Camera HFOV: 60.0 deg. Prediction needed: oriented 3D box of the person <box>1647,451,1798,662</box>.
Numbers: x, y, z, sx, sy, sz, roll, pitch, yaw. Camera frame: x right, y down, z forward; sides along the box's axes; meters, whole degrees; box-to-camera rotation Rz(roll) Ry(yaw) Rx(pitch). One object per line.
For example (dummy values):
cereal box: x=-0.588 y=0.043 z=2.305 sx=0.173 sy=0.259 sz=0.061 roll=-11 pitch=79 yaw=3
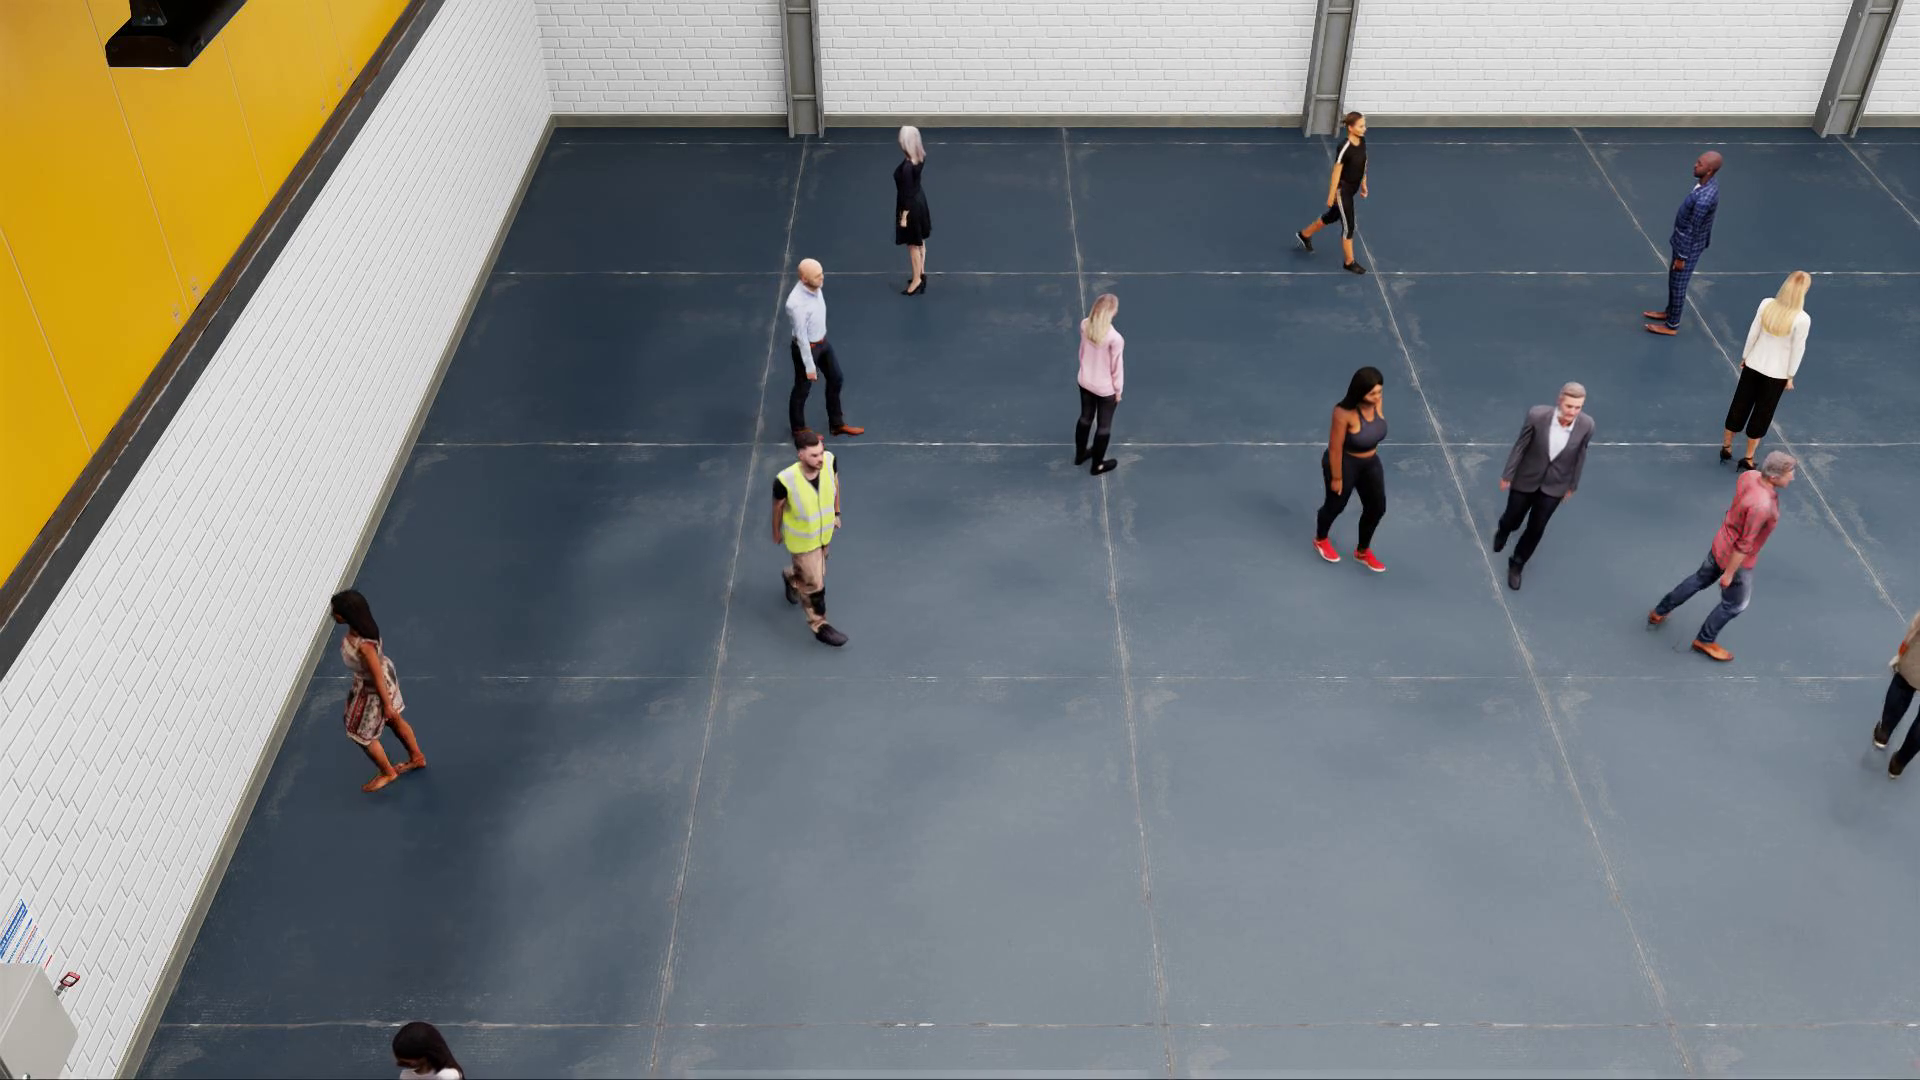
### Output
person: x=5.490 y=0.078 z=11.926 sx=0.927 sy=1.799 sz=0.867 roll=5 pitch=39 yaw=6

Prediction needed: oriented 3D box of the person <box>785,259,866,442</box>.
person: x=-1.340 y=-1.602 z=14.053 sx=0.972 sy=1.771 sz=0.840 roll=12 pitch=40 yaw=14

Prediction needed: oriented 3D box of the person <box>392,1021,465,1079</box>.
person: x=-2.542 y=2.961 z=8.308 sx=0.675 sy=1.810 sz=0.745 roll=30 pitch=47 yaw=32

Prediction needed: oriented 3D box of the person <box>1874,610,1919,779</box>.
person: x=6.422 y=0.840 z=10.912 sx=0.887 sy=1.876 sz=0.957 roll=25 pitch=45 yaw=28

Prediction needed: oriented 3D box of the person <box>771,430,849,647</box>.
person: x=-1.143 y=-0.092 z=12.127 sx=1.121 sy=1.814 sz=1.182 roll=-28 pitch=46 yaw=-30

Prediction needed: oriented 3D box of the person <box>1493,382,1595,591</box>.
person: x=4.398 y=-0.486 z=12.620 sx=0.837 sy=1.816 sz=0.871 roll=10 pitch=40 yaw=12

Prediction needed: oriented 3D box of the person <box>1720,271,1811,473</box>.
person: x=6.642 y=-1.379 z=13.704 sx=0.722 sy=1.859 sz=0.682 roll=-27 pitch=46 yaw=-30

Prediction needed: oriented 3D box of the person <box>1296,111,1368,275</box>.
person: x=3.755 y=-3.496 z=16.530 sx=1.141 sy=1.639 sz=1.006 roll=26 pitch=45 yaw=28

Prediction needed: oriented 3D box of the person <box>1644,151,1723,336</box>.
person: x=6.796 y=-2.784 z=15.496 sx=0.716 sy=1.817 sz=0.723 roll=13 pitch=40 yaw=16

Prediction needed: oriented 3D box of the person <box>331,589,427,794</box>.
person: x=-3.759 y=0.956 z=10.961 sx=0.812 sy=1.632 sz=0.781 roll=-16 pitch=41 yaw=-19

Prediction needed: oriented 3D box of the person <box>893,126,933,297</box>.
person: x=-0.469 y=-3.179 z=16.047 sx=0.642 sy=1.746 sz=0.657 roll=9 pitch=39 yaw=11

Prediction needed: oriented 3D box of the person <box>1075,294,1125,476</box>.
person: x=1.136 y=-1.290 z=13.732 sx=0.735 sy=1.684 sz=0.684 roll=-29 pitch=47 yaw=-31

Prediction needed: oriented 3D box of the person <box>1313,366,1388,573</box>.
person: x=2.945 y=-0.603 z=12.785 sx=0.954 sy=1.793 sz=0.991 roll=-23 pitch=44 yaw=-27
